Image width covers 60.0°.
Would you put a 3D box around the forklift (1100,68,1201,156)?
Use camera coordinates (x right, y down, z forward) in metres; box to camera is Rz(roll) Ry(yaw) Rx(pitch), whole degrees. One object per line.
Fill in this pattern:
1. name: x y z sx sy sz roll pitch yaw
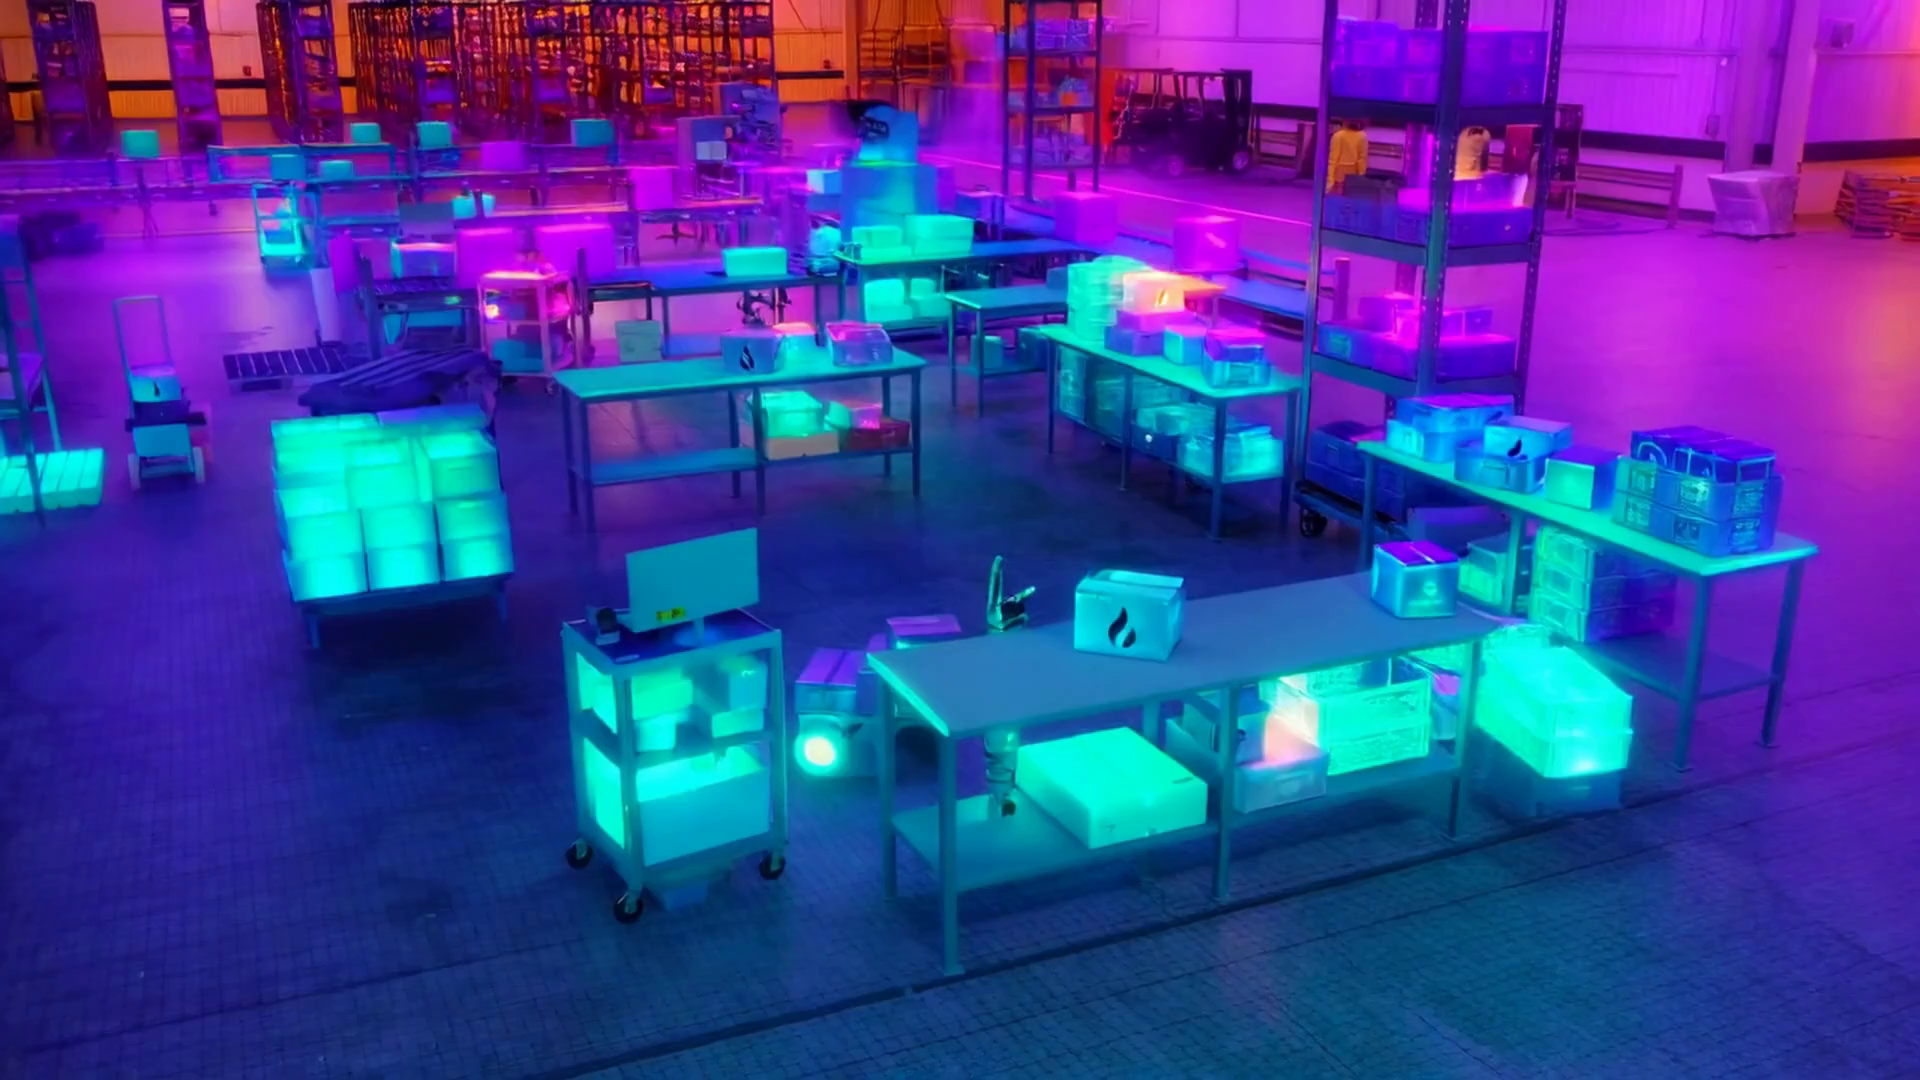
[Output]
1. forklift: 4.082 -9.564 37.410 2.680 1.987 1.157 -8 19 -23

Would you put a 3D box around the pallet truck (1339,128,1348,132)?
1. pallet truck: 7.845 -7.140 31.411 1.522 1.261 0.704 -9 20 -25

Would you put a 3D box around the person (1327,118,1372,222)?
1. person: 5.722 -5.335 24.516 0.619 2.035 0.422 4 18 11

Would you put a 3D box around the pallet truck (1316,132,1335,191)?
1. pallet truck: 7.723 -7.504 32.656 1.601 1.201 0.680 -8 19 -23

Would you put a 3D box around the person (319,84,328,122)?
1. person: -16.929 -11.412 44.040 0.626 1.804 0.555 15 23 39

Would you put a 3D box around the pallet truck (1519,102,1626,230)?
1. pallet truck: 9.972 -6.037 26.785 1.885 1.965 0.823 -9 20 -25

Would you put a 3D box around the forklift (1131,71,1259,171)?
1. forklift: 4.998 -8.936 35.413 2.680 1.987 1.157 -9 20 -25

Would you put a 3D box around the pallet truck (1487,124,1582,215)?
1. pallet truck: 9.707 -6.455 28.103 1.885 1.965 0.823 -7 19 -20

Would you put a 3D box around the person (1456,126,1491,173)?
1. person: 7.997 -5.782 26.132 0.402 1.906 0.652 -7 19 -22

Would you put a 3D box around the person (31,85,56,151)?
1. person: -22.989 -10.657 41.697 0.977 1.785 0.688 13 22 36

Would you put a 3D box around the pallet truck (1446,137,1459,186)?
1. pallet truck: 9.184 -6.485 29.328 1.630 1.274 0.653 -8 19 -23
